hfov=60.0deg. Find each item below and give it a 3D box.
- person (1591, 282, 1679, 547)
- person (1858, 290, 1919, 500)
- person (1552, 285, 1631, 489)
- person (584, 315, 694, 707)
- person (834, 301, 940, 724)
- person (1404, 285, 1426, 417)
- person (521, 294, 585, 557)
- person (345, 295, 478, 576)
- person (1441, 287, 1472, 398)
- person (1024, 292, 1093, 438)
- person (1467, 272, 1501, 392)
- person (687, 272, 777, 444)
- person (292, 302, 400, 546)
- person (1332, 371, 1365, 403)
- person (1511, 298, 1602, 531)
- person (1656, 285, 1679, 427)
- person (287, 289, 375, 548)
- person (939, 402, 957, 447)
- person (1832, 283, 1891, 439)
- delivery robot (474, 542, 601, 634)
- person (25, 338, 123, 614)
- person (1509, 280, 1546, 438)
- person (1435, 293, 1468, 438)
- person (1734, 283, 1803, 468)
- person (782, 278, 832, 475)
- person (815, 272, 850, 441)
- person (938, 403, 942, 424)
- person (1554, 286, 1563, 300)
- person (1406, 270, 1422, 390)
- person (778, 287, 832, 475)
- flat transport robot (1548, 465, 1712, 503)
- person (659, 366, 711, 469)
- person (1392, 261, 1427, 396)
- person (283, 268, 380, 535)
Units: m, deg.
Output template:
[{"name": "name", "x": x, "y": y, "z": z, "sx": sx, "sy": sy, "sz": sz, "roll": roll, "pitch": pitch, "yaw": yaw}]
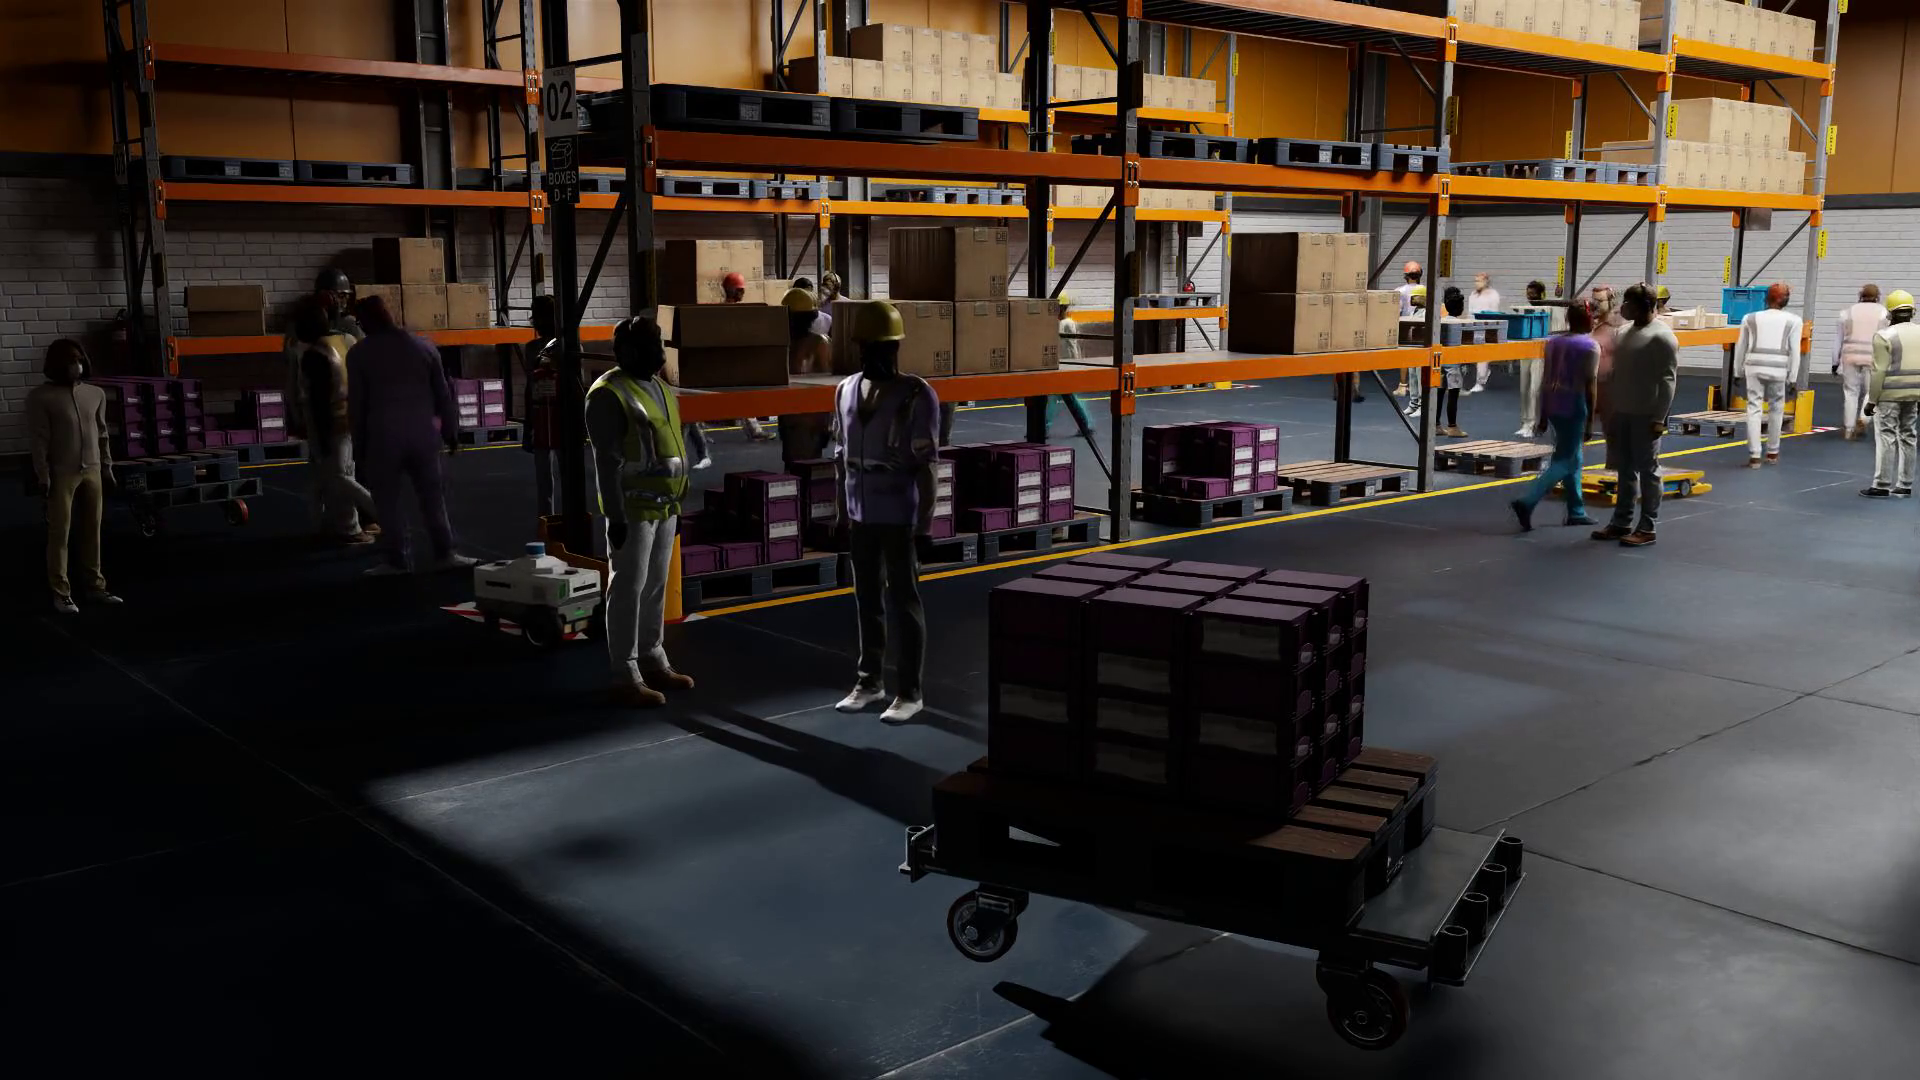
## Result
[{"name": "person", "x": 4.985, "y": -0.919, "z": 12.226, "sx": 0.375, "sy": 1.936, "sz": 0.628, "roll": -2, "pitch": 10, "yaw": -14}, {"name": "person", "x": 8.174, "y": -1.263, "z": 14.553, "sx": 0.591, "sy": 1.829, "sz": 0.404, "roll": -3, "pitch": 10, "yaw": -15}, {"name": "person", "x": 5.545, "y": -1.288, "z": 14.579, "sx": 0.952, "sy": 1.860, "sz": 0.679, "roll": -8, "pitch": 12, "yaw": -37}, {"name": "person", "x": -1.510, "y": -0.144, "z": 7.960, "sx": 0.429, "sy": 1.847, "sz": 0.625, "roll": 3, "pitch": 10, "yaw": 17}, {"name": "person", "x": -0.355, "y": -0.127, "z": 7.636, "sx": 0.586, "sy": 1.923, "sz": 0.385, "roll": 8, "pitch": 12, "yaw": 38}, {"name": "person", "x": 6.054, "y": -2.502, "z": 22.058, "sx": 0.297, "sy": 1.744, "sz": 0.487, "roll": -2, "pitch": 10, "yaw": -11}, {"name": "person", "x": -2.836, "y": -0.769, "z": 11.562, "sx": 0.512, "sy": 1.865, "sz": 0.329, "roll": 4, "pitch": 10, "yaw": 22}, {"name": "person", "x": -3.683, "y": -0.695, "z": 11.126, "sx": 0.812, "sy": 1.875, "sz": 0.415, "roll": -8, "pitch": 12, "yaw": -39}, {"name": "person", "x": 7.310, "y": -2.953, "z": 24.932, "sx": 0.594, "sy": 1.663, "sz": 0.559, "roll": 9, "pitch": 13, "yaw": 43}, {"name": "person", "x": 1.187, "y": -2.033, "z": 19.385, "sx": 0.924, "sy": 1.725, "sz": 0.536, "roll": -4, "pitch": 10, "yaw": -22}, {"name": "person", "x": 8.232, "y": -3.268, "z": 26.148, "sx": 0.550, "sy": 1.887, "sz": 0.645, "roll": -5, "pitch": 11, "yaw": -28}, {"name": "person", "x": -2.645, "y": -2.041, "z": 18.799, "sx": 1.001, "sy": 1.957, "sz": 0.637, "roll": 0, "pitch": 10, "yaw": -2}, {"name": "person", "x": -4.446, "y": -0.812, "z": 12.021, "sx": 0.719, "sy": 1.809, "sz": 0.712, "roll": 0, "pitch": 10, "yaw": -1}, {"name": "person", "x": 5.622, "y": -2.933, "z": 24.119, "sx": 0.560, "sy": 1.893, "sz": 0.927, "roll": 0, "pitch": 10, "yaw": -2}, {"name": "person", "x": 4.672, "y": -0.969, "z": 12.906, "sx": 0.871, "sy": 1.813, "sz": 0.565, "roll": -3, "pitch": 10, "yaw": -19}, {"name": "person", "x": 8.707, "y": -2.296, "z": 20.789, "sx": 0.328, "sy": 1.765, "sz": 0.528, "roll": -8, "pitch": 13, "yaw": -39}, {"name": "person", "x": -4.599, "y": -0.880, "z": 12.146, "sx": 0.584, "sy": 1.882, "sz": 0.337, "roll": 2, "pitch": 10, "yaw": 13}, {"name": "person", "x": -0.218, "y": -1.656, "z": 16.949, "sx": 0.585, "sy": 1.806, "sz": 0.863, "roll": -1, "pitch": 10, "yaw": -5}, {"name": "person", "x": 10.453, "y": -2.056, "z": 19.251, "sx": 0.666, "sy": 1.815, "sz": 0.519, "roll": 7, "pitch": 12, "yaw": 35}, {"name": "delivery robot", "x": -2.320, "y": 0.256, "z": 9.112, "sx": 0.707, "sy": 0.478, "sz": 0.477, "roll": 6, "pitch": 11, "yaw": 30}, {"name": "person", "x": -5.321, "y": -0.389, "z": 9.996, "sx": 0.286, "sy": 1.636, "sz": 0.499, "roll": 5, "pitch": 11, "yaw": 26}, {"name": "person", "x": 6.774, "y": -2.140, "z": 19.657, "sx": 0.557, "sy": 1.873, "sz": 0.495, "roll": 9, "pitch": 13, "yaw": 43}, {"name": "person", "x": 5.763, "y": -2.050, "z": 19.550, "sx": 0.321, "sy": 1.696, "sz": 0.530, "roll": -5, "pitch": 11, "yaw": -25}, {"name": "person", "x": 8.184, "y": -1.669, "z": 16.879, "sx": 0.603, "sy": 1.836, "sz": 0.913, "roll": 5, "pitch": 11, "yaw": 29}, {"name": "person", "x": -1.489, "y": -1.526, "z": 15.826, "sx": 0.592, "sy": 1.922, "sz": 0.392, "roll": -1, "pitch": 10, "yaw": -9}, {"name": "person", "x": -1.459, "y": -2.112, "z": 19.203, "sx": 0.635, "sy": 1.938, "sz": 0.361, "roll": 7, "pitch": 12, "yaw": 37}, {"name": "person", "x": -0.258, "y": -1.268, "z": 14.271, "sx": 0.371, "sy": 1.933, "sz": 0.551, "roll": 3, "pitch": 10, "yaw": 16}, {"name": "person", "x": 10.679, "y": -3.741, "z": 29.612, "sx": 0.307, "sy": 1.642, "sz": 0.514, "roll": -1, "pitch": 10, "yaw": -4}, {"name": "person", "x": 7.217, "y": -3.354, "z": 26.404, "sx": 0.362, "sy": 1.960, "sz": 0.614, "roll": 0, "pitch": 10, "yaw": 2}, {"name": "person", "x": -1.112, "y": -0.921, "z": 12.343, "sx": 0.774, "sy": 1.904, "sz": 0.595, "roll": -8, "pitch": 12, "yaw": -39}, {"name": "flat transport robot", "x": 5.929, "y": -0.508, "z": 14.686, "sx": 1.431, "sy": 0.197, "sz": 0.652, "roll": -6, "pitch": 12, "yaw": -33}, {"name": "person", "x": -2.724, "y": -1.447, "z": 16.351, "sx": 0.522, "sy": 1.586, "sz": 0.875, "roll": 6, "pitch": 11, "yaw": 30}, {"name": "person", "x": 6.844, "y": -3.202, "z": 25.269, "sx": 0.607, "sy": 2.048, "sz": 0.365, "roll": -2, "pitch": 10, "yaw": -9}, {"name": "person", "x": -4.728, "y": -1.047, "z": 12.671, "sx": 0.684, "sy": 2.000, "sz": 0.536, "roll": 1, "pitch": 10, "yaw": 8}]
